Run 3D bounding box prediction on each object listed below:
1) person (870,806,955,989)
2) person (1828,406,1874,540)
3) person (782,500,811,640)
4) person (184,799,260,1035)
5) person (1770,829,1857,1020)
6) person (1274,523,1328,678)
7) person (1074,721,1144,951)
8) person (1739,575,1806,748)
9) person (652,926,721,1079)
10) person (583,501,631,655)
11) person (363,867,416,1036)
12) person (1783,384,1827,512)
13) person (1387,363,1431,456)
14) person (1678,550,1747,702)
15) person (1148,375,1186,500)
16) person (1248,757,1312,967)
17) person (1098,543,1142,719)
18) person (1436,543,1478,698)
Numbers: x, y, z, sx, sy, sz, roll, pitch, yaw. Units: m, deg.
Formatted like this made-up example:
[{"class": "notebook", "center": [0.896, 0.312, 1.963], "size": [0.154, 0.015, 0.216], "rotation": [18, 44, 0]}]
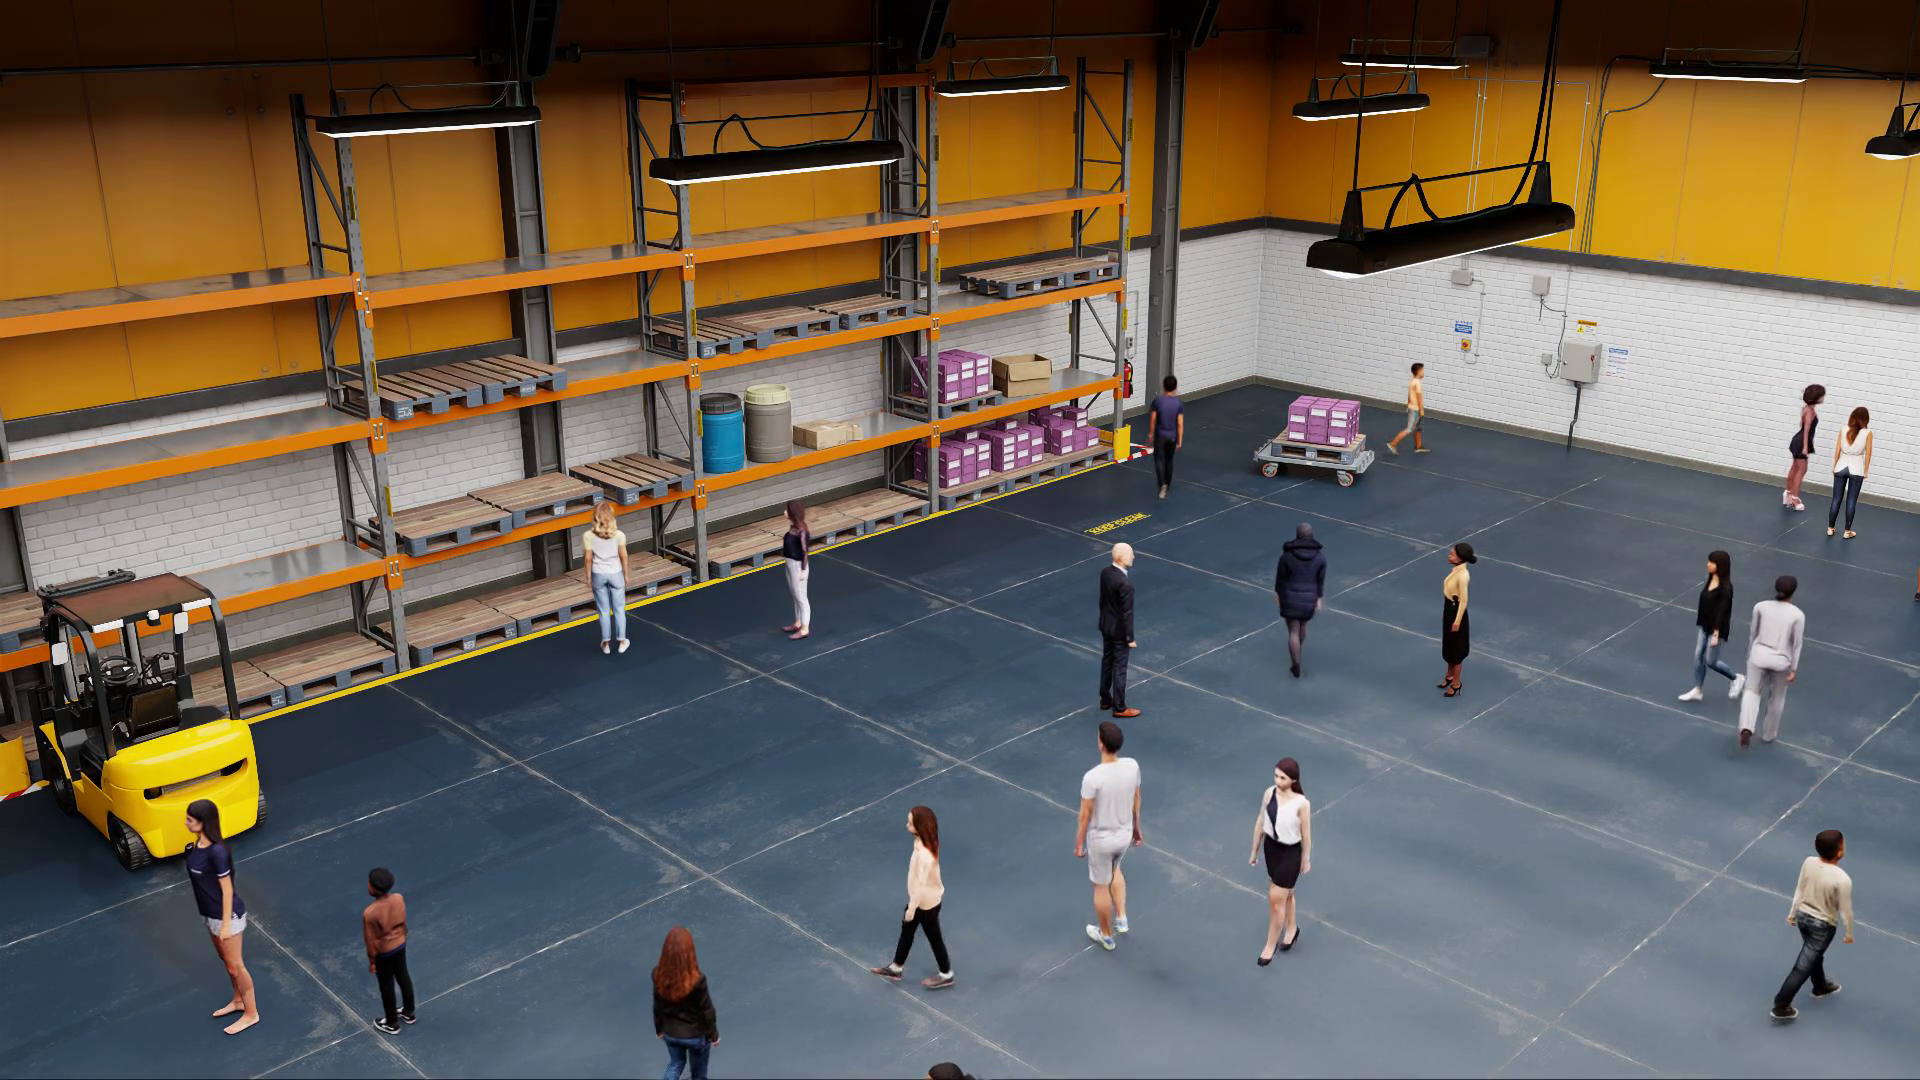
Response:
[{"class": "person", "center": [-0.191, 2.623, 12.120], "size": [0.938, 1.457, 0.830], "rotation": [-4, 19, -11]}, {"class": "person", "center": [11.813, -0.906, 22.086], "size": [0.593, 1.786, 0.536], "rotation": [15, 24, 38]}, {"class": "person", "center": [-1.849, 0.326, 18.706], "size": [0.656, 1.607, 0.673], "rotation": [-7, 20, -20]}, {"class": "person", "center": [-5.172, 2.616, 11.660], "size": [0.559, 1.764, 0.606], "rotation": [-14, 23, -35]}, {"class": "person", "center": [6.014, 2.753, 11.777], "size": [1.054, 1.429, 0.808], "rotation": [-8, 20, -22]}, {"class": "person", "center": [3.606, 0.663, 17.676], "size": [1.080, 1.626, 1.130], "rotation": [0, 19, -1]}, {"class": "person", "center": [1.182, 2.270, 12.562], "size": [0.698, 1.844, 0.838], "rotation": [-11, 22, -30]}, {"class": "person", "center": [7.756, 1.191, 15.971], "size": [0.716, 1.714, 0.995], "rotation": [15, 24, 37]}, {"class": "person", "center": [-1.768, 3.136, 10.571], "size": [0.735, 1.474, 0.831], "rotation": [7, 20, 20]}, {"class": "person", "center": [-3.873, 0.411, 18.274], "size": [0.669, 1.722, 0.769], "rotation": [-3, 19, -9]}, {"class": "person", "center": [-4.016, 2.875, 11.693], "size": [0.626, 1.253, 0.500], "rotation": [9, 21, 25]}, {"class": "person", "center": [11.803, -1.324, 23.327], "size": [0.753, 1.785, 0.611], "rotation": [7, 20, 20]}, {"class": "person", "center": [7.036, -2.026, 25.952], "size": [0.991, 1.440, 0.920], "rotation": [0, 19, -1]}, {"class": "person", "center": [7.758, 0.897, 16.967], "size": [0.958, 1.635, 0.853], "rotation": [-2, 19, -6]}, {"class": "person", "center": [2.926, -1.433, 23.676], "size": [1.057, 1.769, 1.118], "rotation": [0, 19, 1]}, {"class": "person", "center": [2.491, 2.380, 12.577], "size": [0.565, 1.626, 0.753], "rotation": [17, 25, 42]}, {"class": "person", "center": [1.573, 0.893, 16.725], "size": [0.720, 1.797, 0.759], "rotation": [-8, 20, -23]}, {"class": "person", "center": [5.117, 0.814, 17.186], "size": [0.725, 1.653, 0.653], "rotation": [2, 19, 5]}]
